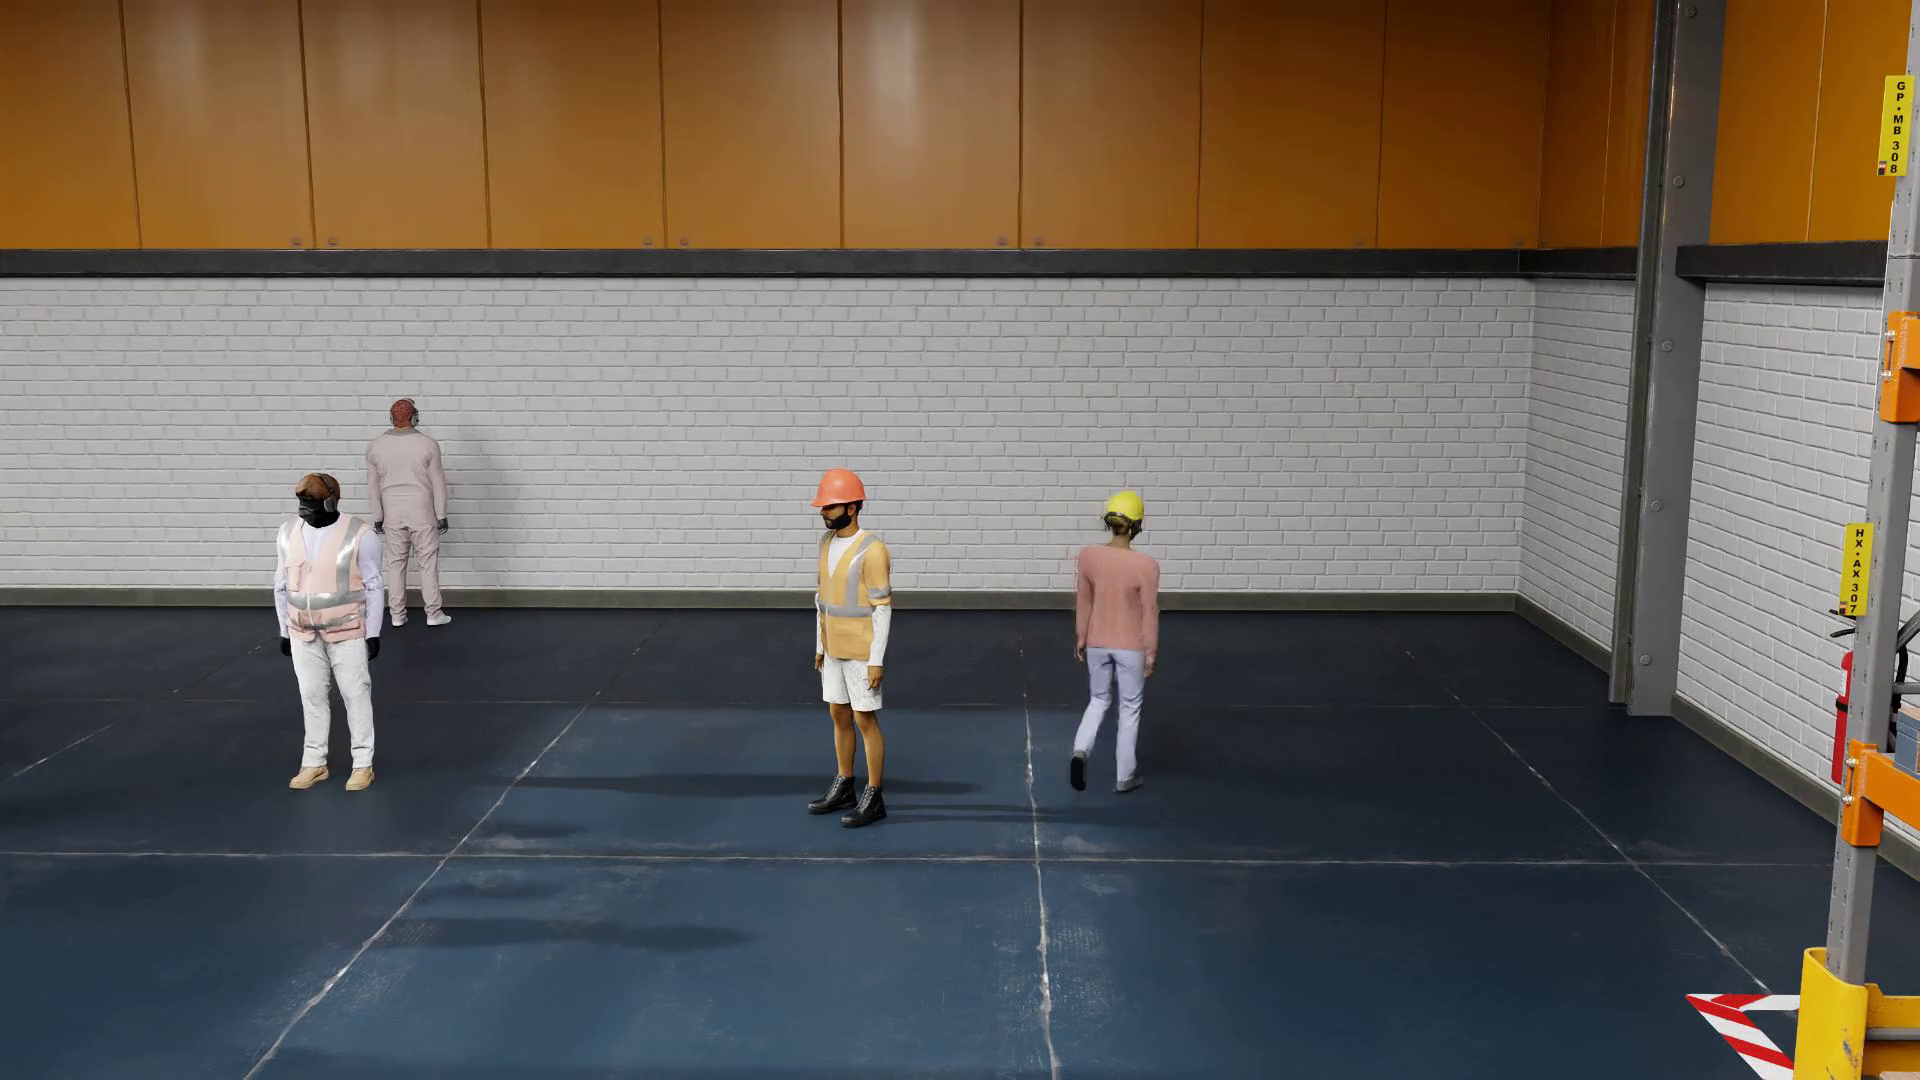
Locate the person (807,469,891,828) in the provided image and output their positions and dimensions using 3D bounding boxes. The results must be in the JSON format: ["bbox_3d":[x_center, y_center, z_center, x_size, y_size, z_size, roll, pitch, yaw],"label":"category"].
[{"bbox_3d":[-0.614,0.577,8.927,0.374,1.935,0.552,-8,12,-40],"label":"person"}]

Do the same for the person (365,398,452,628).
[{"bbox_3d":[-4.548,-0.218,13.778,0.639,1.910,0.407,0,9,0],"label":"person"}]

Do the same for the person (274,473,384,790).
[{"bbox_3d":[-3.615,0.526,9.524,0.627,1.840,0.429,1,10,7],"label":"person"}]

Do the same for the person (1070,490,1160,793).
[{"bbox_3d":[0.860,0.595,9.350,0.540,1.751,0.529,6,11,32],"label":"person"}]
